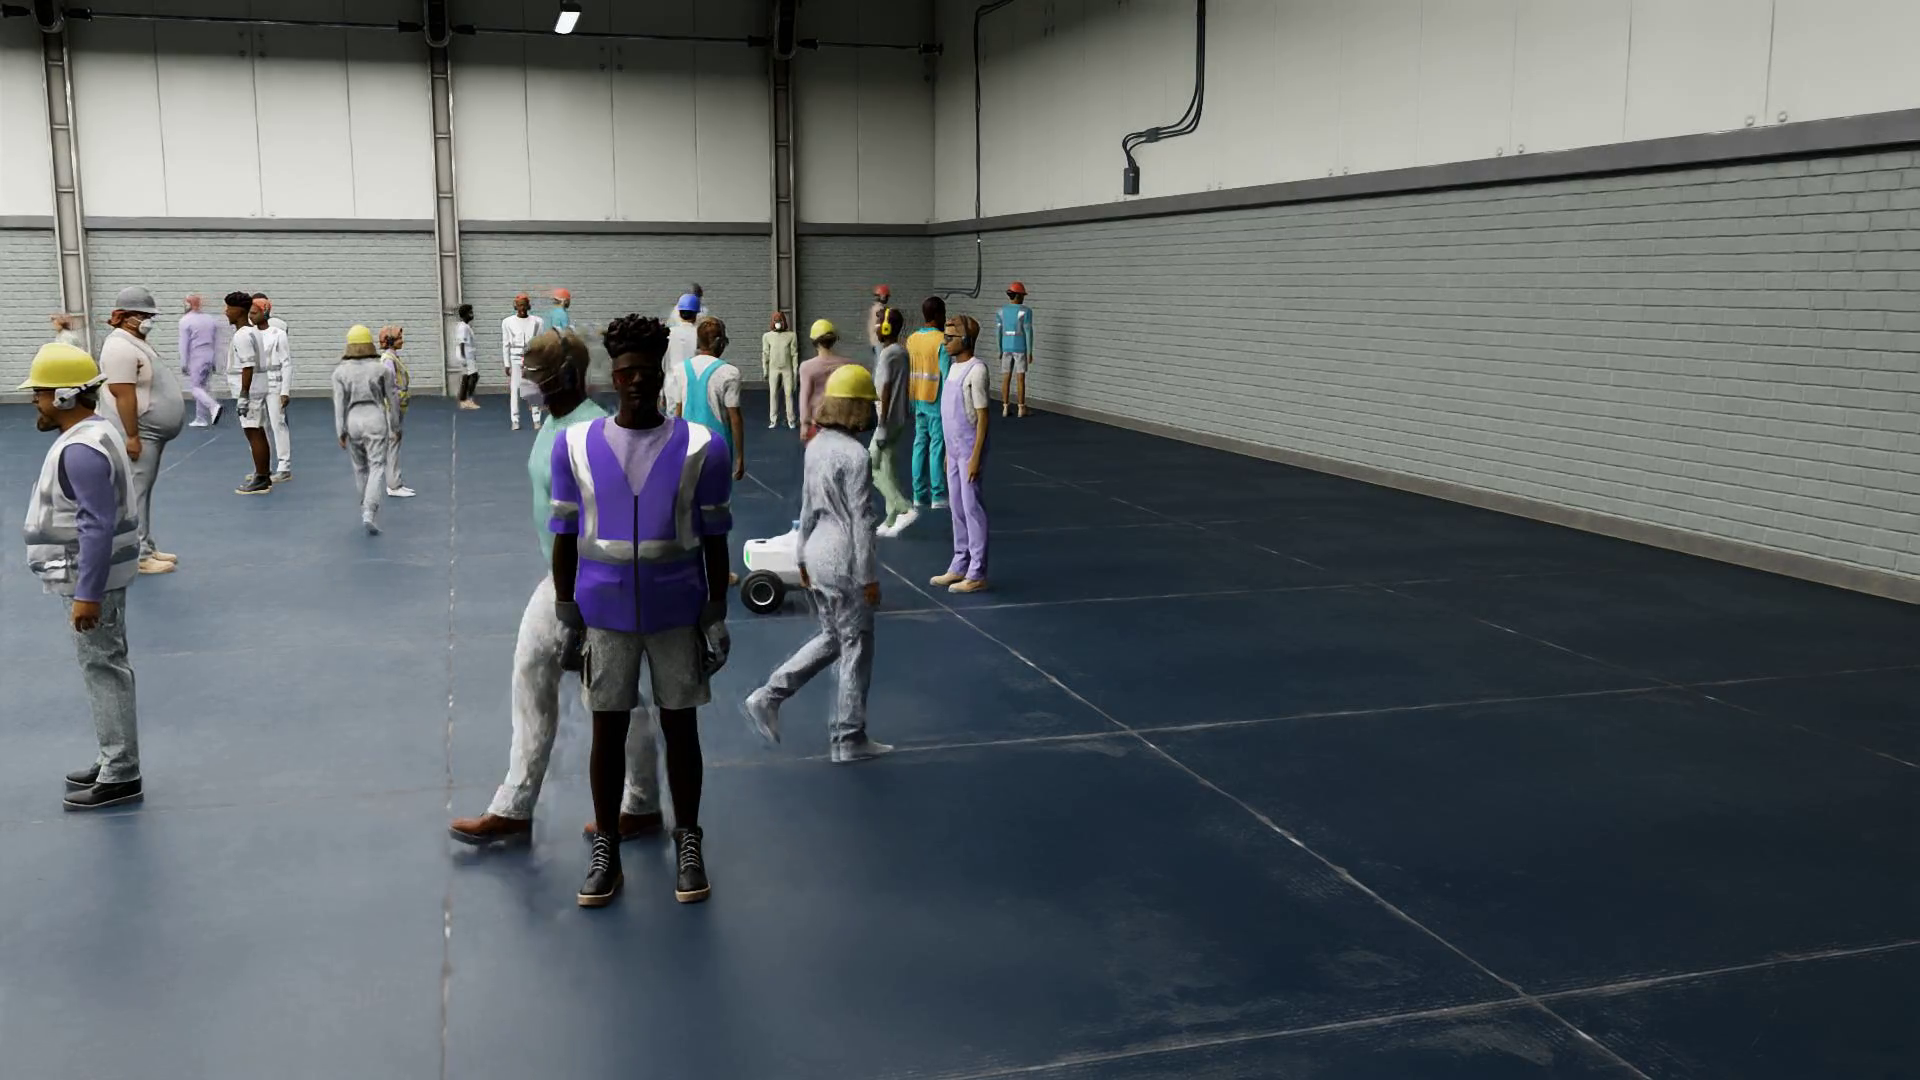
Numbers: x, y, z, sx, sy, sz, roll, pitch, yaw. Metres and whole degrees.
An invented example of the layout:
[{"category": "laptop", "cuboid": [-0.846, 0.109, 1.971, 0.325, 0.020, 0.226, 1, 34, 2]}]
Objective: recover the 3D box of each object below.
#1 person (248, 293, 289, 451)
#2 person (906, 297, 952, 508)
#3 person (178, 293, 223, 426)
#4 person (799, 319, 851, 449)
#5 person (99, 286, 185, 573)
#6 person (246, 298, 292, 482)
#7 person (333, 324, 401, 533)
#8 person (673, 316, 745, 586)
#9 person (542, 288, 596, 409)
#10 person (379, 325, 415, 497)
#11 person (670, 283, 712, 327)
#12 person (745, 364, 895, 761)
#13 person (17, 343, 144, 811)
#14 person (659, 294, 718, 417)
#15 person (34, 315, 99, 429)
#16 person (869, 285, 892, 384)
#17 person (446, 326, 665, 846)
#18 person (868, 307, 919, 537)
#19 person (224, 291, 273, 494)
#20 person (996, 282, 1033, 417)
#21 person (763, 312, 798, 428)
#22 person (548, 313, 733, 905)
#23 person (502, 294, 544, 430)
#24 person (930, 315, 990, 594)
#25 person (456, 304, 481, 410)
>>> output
[{"category": "person", "cuboid": [-8.382, -2.021, 20.094, 0.378, 1.917, 0.594, 8, 12, 43]}, {"category": "person", "cuboid": [-0.259, -1.246, 15.143, 0.391, 1.920, 0.587, -8, 12, -40]}, {"category": "person", "cuboid": [-10.633, -2.504, 23.303, 0.669, 1.889, 0.649, 3, 9, 19]}, {"category": "person", "cuboid": [-1.097, -0.985, 14.038, 0.529, 1.752, 0.627, -7, 11, -37]}, {"category": "person", "cuboid": [-5.819, -0.795, 11.877, 0.536, 2.000, 0.683, -3, 9, -19]}, {"category": "person", "cuboid": [-7.116, -1.529, 17.057, 0.587, 1.882, 0.341, 4, 10, 23]}, {"category": "person", "cuboid": [-4.921, -0.925, 13.759, 0.490, 1.710, 0.827, -1, 9, -4]}, {"category": "person", "cuboid": [-1.685, -0.583, 11.203, 0.518, 1.835, 0.353, 3, 9, 20]}, {"category": "person", "cuboid": [-6.415, -3.062, 26.690, 1.040, 1.946, 0.620, -4, 10, -25]}, {"category": "person", "cuboid": [-5.422, -1.231, 15.939, 0.307, 1.641, 0.514, -3, 9, -19]}, {"category": "person", "cuboid": [-4.100, -3.015, 26.042, 0.689, 2.000, 0.759, 5, 10, 29]}, {"category": "person", "cuboid": [-0.576, 0.111, 7.118, 0.549, 1.722, 0.509, -5, 10, -29]}, {"category": "person", "cuboid": [-3.449, 0.143, 6.560, 0.404, 1.829, 0.600, -4, 10, -24]}, {"category": "person", "cuboid": [-2.671, -1.440, 16.327, 0.622, 1.938, 0.430, 1, 9, 5]}, {"category": "person", "cuboid": [-12.395, -2.326, 23.097, 0.549, 1.600, 0.807, 7, 11, 39]}, {"category": "person", "cuboid": [-1.280, -3.377, 28.544, 0.543, 1.971, 0.668, -2, 9, -15]}, {"category": "person", "cuboid": [-1.474, 0.201, 5.947, 0.899, 1.902, 0.658, -5, 10, -27]}, {"category": "person", "cuboid": [-0.574, -0.924, 13.298, 0.428, 1.849, 0.543, 3, 9, 17]}, {"category": "person", "cuboid": [-6.903, -1.426, 16.136, 0.366, 1.964, 0.610, -2, 9, -11]}, {"category": "person", "cuboid": [0.840, -2.878, 25.176, 0.609, 2.040, 0.394, 5, 10, 31]}, {"category": "person", "cuboid": [-2.501, -2.362, 23.203, 0.499, 1.627, 0.279, 0, 9, -2]}, {"category": "person", "cuboid": [-1.057, 0.236, 5.539, 0.606, 1.966, 0.367, -1, 9, -6]}, {"category": "person", "cuboid": [-6.026, -2.457, 23.027, 0.571, 1.876, 0.348, -3, 9, -18]}, {"category": "person", "cuboid": [0.020, -0.568, 11.052, 0.341, 1.846, 0.510, -4, 10, -24]}, {"category": "person", "cuboid": [-7.744, -2.888, 26.352, 0.497, 1.677, 0.545, -1, 9, -8]}]
